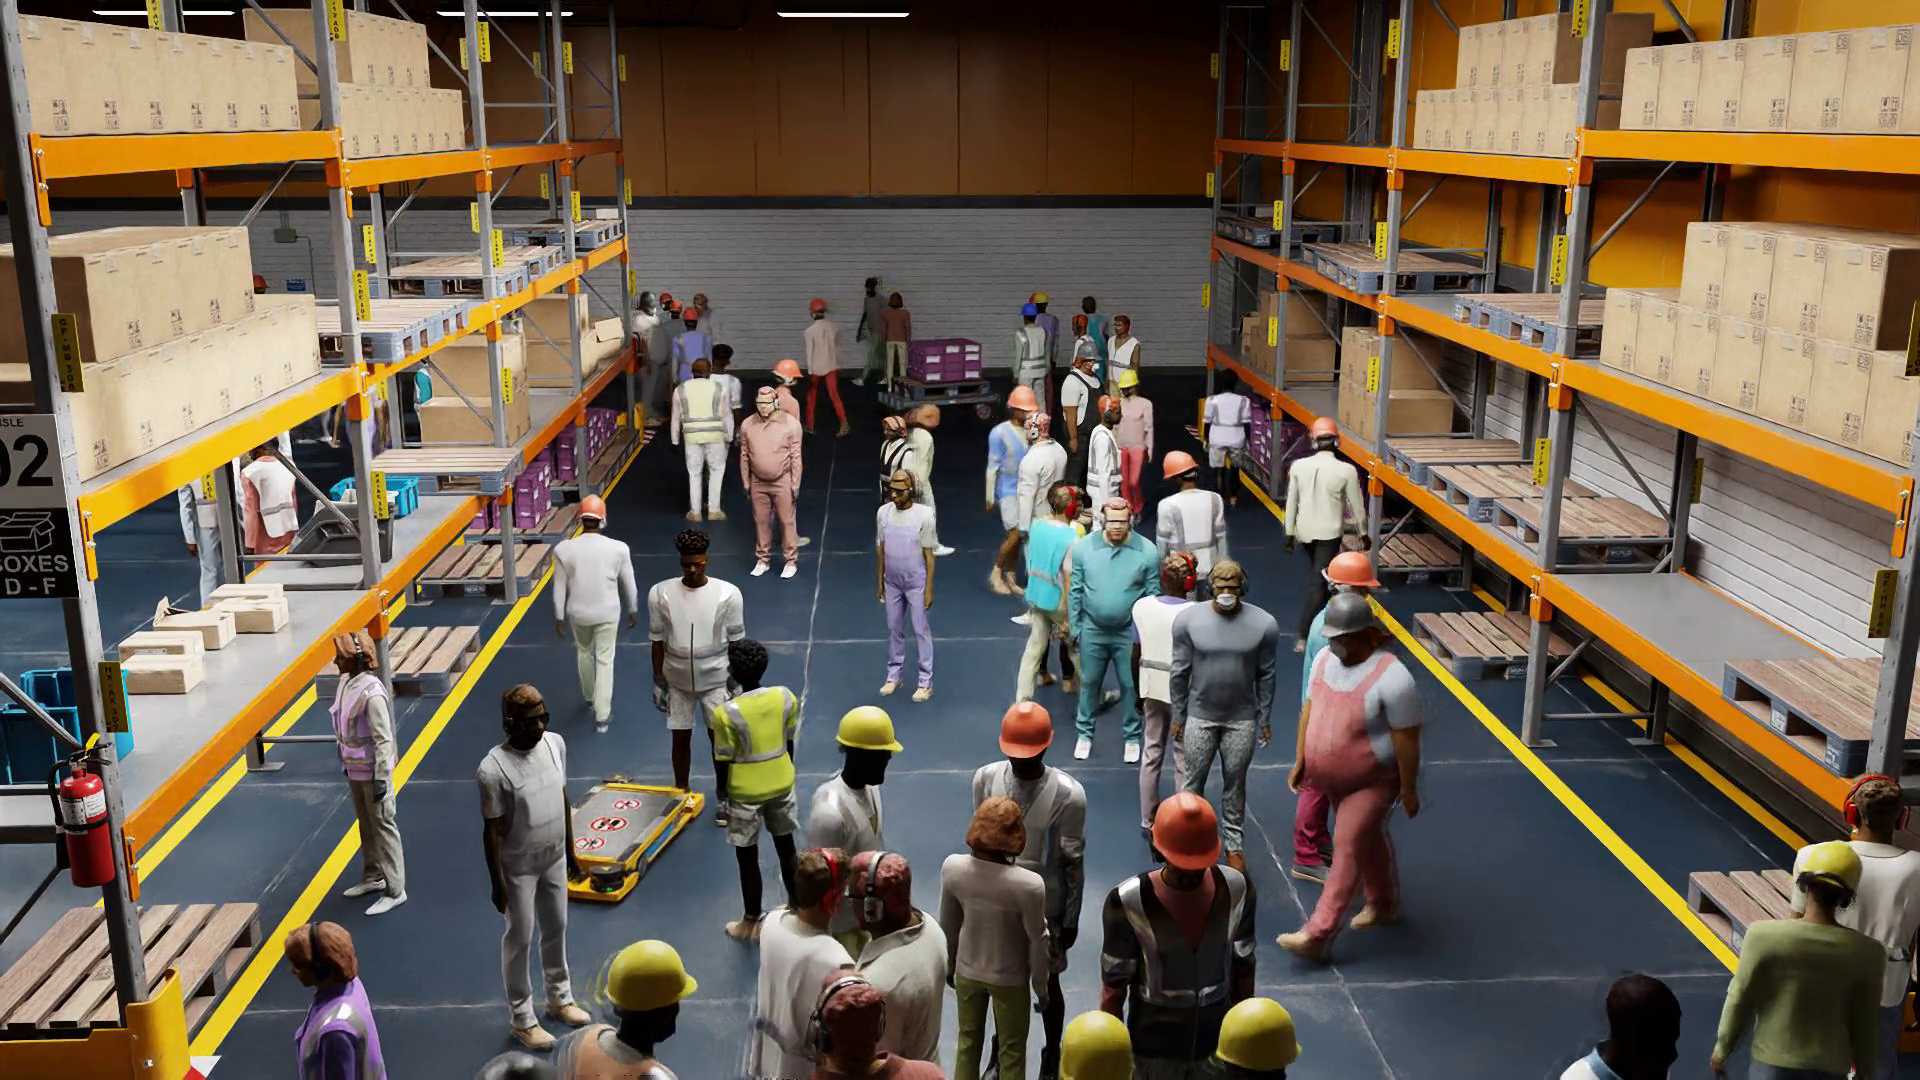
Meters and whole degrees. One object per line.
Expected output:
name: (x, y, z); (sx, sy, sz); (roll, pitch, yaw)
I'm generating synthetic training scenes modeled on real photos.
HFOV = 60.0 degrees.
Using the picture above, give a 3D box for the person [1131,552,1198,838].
person: (1.302, 0.981, 10.256); (0.564, 1.846, 0.390); (10, 17, 35)

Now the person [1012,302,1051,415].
person: (0.969, -2.292, 22.900); (0.615, 1.945, 0.404); (-9, 17, -33)

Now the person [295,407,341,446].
person: (-8.824, -2.217, 22.716); (0.718, 1.882, 0.730); (-5, 15, -20)

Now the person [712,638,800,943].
person: (-1.106, 1.361, 9.099); (0.543, 1.688, 0.335); (-12, 19, -39)

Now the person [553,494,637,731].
person: (-2.695, 0.497, 12.389); (0.587, 1.717, 0.811); (-1, 14, -3)

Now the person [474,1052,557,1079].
person: (-1.167, 2.334, 4.556); (0.689, 2.000, 0.536); (-12, 19, -39)

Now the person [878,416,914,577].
person: (-0.612, -0.400, 16.104); (0.312, 1.631, 0.514); (-9, 17, -32)

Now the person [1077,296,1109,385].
person: (1.996, -2.765, 25.046); (0.555, 1.792, 0.952); (-1, 14, -5)

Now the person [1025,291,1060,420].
person: (1.191, -2.710, 24.611); (0.586, 1.921, 0.385); (-8, 16, -29)

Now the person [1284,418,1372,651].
person: (3.164, -0.075, 14.205); (0.644, 1.929, 1.034); (14, 20, 43)

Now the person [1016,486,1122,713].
person: (0.788, 0.471, 12.349); (0.954, 1.792, 0.594); (-9, 17, -31)

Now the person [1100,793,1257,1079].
person: (0.836, 1.899, 6.301); (0.612, 2.029, 0.407); (-3, 15, -13)

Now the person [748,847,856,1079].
person: (-0.488, 2.010, 6.321); (0.860, 1.802, 0.613); (-11, 18, -37)

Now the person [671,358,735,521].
person: (-2.860, -1.109, 18.520); (0.698, 1.825, 0.439); (-1, 14, -3)

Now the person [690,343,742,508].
person: (-2.821, -1.284, 19.019); (0.673, 1.918, 0.642); (-1, 14, -3)

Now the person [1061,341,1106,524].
person: (1.414, -1.208, 18.459); (0.535, 2.000, 0.681); (8, 16, 28)

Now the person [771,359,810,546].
person: (-1.809, -0.904, 17.393); (0.405, 1.984, 0.627); (-8, 16, -28)

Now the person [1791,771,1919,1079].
person: (3.687, 1.853, 6.856); (0.560, 1.836, 0.393); (6, 16, 23)

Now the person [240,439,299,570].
person: (-5.855, -0.049, 14.192); (0.404, 1.906, 0.598); (4, 15, 16)

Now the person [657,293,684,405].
person: (-4.557, -2.995, 26.066); (0.562, 1.742, 0.337); (-11, 18, -37)

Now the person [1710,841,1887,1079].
person: (3.236, 2.030, 6.390); (0.570, 1.724, 0.686); (2, 14, 6)

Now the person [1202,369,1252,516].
person: (3.015, -1.121, 18.878); (0.545, 1.648, 0.854); (1, 14, 3)

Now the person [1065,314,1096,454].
person: (1.625, -2.069, 22.171); (0.359, 1.877, 0.588); (5, 15, 20)

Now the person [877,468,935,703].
person: (-0.419, 0.340, 12.803); (0.502, 1.837, 0.349); (8, 16, 28)

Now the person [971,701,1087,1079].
person: (0.293, 1.636, 7.527); (0.544, 1.929, 0.387); (6, 15, 22)

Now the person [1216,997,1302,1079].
person: (0.832, 2.289, 5.024); (0.908, 1.890, 0.606); (-12, 19, -39)

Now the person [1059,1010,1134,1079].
person: (0.377, 2.315, 4.900); (0.598, 1.908, 0.662); (2, 14, 8)

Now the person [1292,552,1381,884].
person: (2.213, 1.032, 9.791); (0.411, 1.987, 0.619); (6, 16, 23)

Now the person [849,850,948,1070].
person: (-0.266, 2.027, 6.061); (0.402, 1.896, 0.652); (3, 15, 13)

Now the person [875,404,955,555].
person: (-0.479, -0.604, 16.979); (0.742, 1.603, 0.549); (-5, 15, -18)

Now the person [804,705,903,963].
person: (-0.511, 1.660, 7.465); (0.493, 1.908, 0.626); (4, 15, 15)

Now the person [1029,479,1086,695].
person: (0.773, 0.362, 12.980); (0.536, 1.697, 0.322); (13, 19, 42)

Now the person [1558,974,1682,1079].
person: (1.994, 2.215, 5.336); (0.576, 1.887, 0.806); (-10, 18, -35)

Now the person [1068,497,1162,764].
person: (1.066, 0.626, 11.557); (0.650, 1.899, 0.401); (3, 15, 12)

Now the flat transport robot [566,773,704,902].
flat transport robot: (-2.125, 1.796, 10.197); (0.652, 0.197, 1.431); (3, 15, 11)

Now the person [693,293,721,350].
person: (-3.822, -2.742, 24.789); (0.675, 1.881, 0.484); (12, 19, 39)

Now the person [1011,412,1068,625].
person: (0.693, -0.193, 14.762); (0.399, 1.900, 0.644); (8, 16, 30)

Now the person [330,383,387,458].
person: (-6.831, -1.178, 18.808); (0.521, 1.799, 0.909); (4, 15, 15)

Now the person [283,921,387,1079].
person: (-2.248, 2.151, 6.096); (0.319, 1.631, 0.524); (-5, 15, -19)

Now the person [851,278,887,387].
person: (-1.466, -3.458, 27.735); (0.963, 1.811, 0.609); (-11, 18, -37)

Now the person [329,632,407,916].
person: (-3.353, 1.302, 9.407); (0.306, 1.639, 0.523); (-12, 18, -39)

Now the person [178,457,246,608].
person: (-6.446, -0.102, 14.392); (0.401, 1.908, 0.598); (9, 17, 31)

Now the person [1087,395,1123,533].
person: (1.367, -0.437, 15.745); (0.337, 1.882, 0.585); (1, 14, 3)

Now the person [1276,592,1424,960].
person: (2.051, 1.219, 8.935); (1.030, 2.000, 0.697); (-7, 16, -25)

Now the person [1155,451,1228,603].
person: (1.821, 0.232, 13.123); (0.605, 1.885, 0.492); (-5, 15, -17)

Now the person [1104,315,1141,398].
person: (2.183, -2.105, 22.368); (0.389, 1.846, 0.566); (-12, 19, -40)

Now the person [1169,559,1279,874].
person: (1.547, 1.043, 9.828); (0.629, 1.940, 0.377); (1, 14, 4)

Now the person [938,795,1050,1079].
person: (0.151, 1.877, 7.162); (0.507, 1.631, 0.275); (7, 16, 26)

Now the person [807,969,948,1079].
person: (-0.332, 2.236, 5.211); (0.653, 1.904, 0.405); (-8, 16, -28)

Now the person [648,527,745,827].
person: (-1.651, 0.867, 10.492); (0.598, 1.958, 0.373); (0, 14, -1)

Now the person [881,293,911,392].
person: (-1.041, -3.223, 27.183); (0.498, 1.634, 0.281); (2, 14, 9)

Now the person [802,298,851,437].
person: (-1.902, -2.424, 23.421); (0.599, 1.954, 0.963); (-9, 17, -32)

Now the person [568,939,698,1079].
person: (-1.071, 2.196, 5.364); (0.544, 1.912, 0.597); (-12, 18, -38)

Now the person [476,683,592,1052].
person: (-2.059, 1.560, 8.011); (0.352, 1.842, 0.507); (10, 17, 34)

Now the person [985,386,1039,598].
person: (0.543, -0.442, 15.514); (0.492, 2.013, 0.620); (14, 20, 43)

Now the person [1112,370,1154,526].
person: (1.852, -0.995, 18.200); (0.538, 1.744, 0.411); (9, 17, 30)

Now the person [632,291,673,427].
person: (-4.447, -2.630, 24.043); (0.556, 2.000, 0.701); (3, 15, 12)

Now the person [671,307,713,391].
person: (-3.675, -2.247, 22.858); (0.566, 1.888, 1.013); (-4, 15, -16)

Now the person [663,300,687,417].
person: (-4.238, -2.717, 24.954); (0.565, 1.752, 0.338); (-2, 15, -10)

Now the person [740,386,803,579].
person: (-1.847, -0.558, 16.208); (0.635, 1.900, 0.397); (3, 15, 13)
